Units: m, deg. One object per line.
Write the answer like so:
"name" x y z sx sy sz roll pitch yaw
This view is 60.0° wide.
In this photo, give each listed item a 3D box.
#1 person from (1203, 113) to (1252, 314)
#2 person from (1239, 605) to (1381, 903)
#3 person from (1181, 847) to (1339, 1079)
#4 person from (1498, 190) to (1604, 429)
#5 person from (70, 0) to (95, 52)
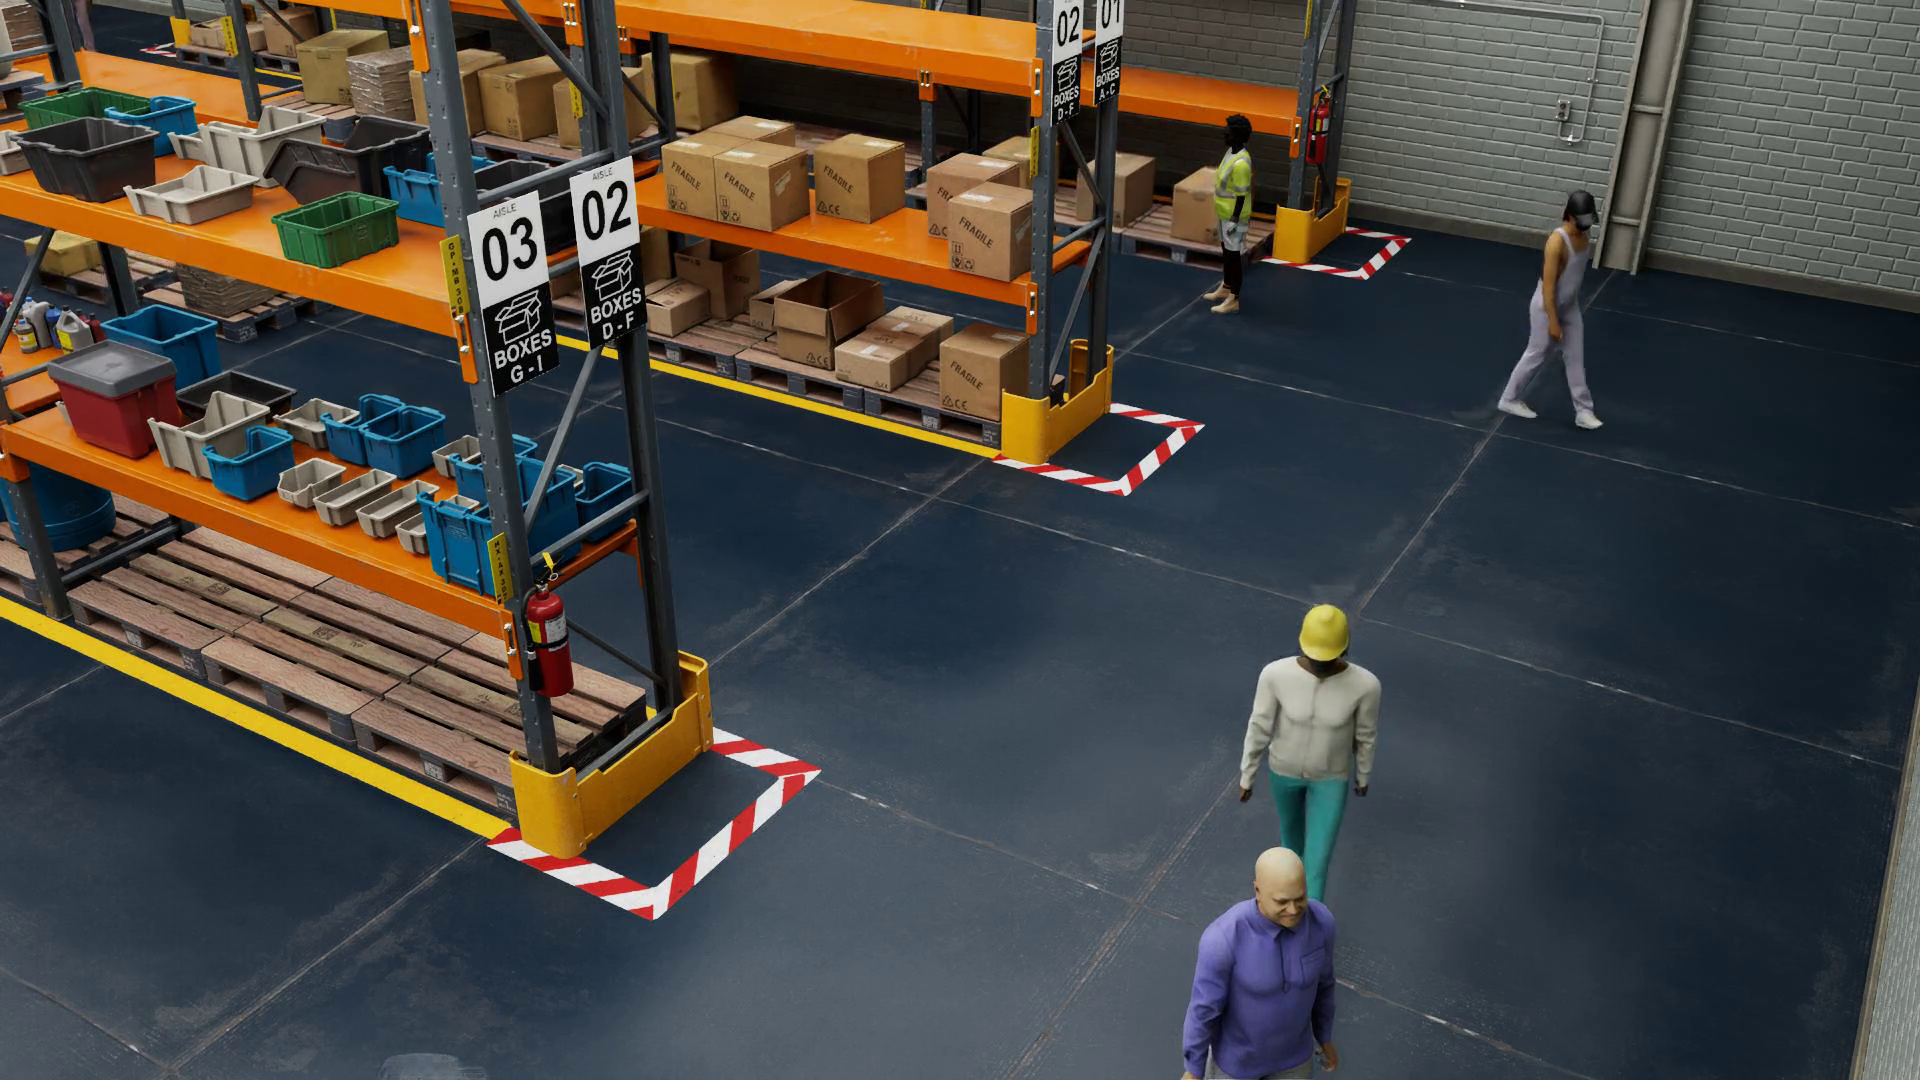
"person" 2.302 -2.768 14.132 0.318 1.696 0.535 -1 29 -3
"person" 1.497 1.051 7.247 0.550 1.716 0.894 10 31 17
"person" 1.039 1.792 5.846 0.602 1.798 0.389 -10 31 -17
"person" 4.391 -1.659 12.030 0.568 1.812 0.854 -21 35 -32
"person" -11.681 -7.110 21.832 0.589 1.788 0.894 -10 31 -17
